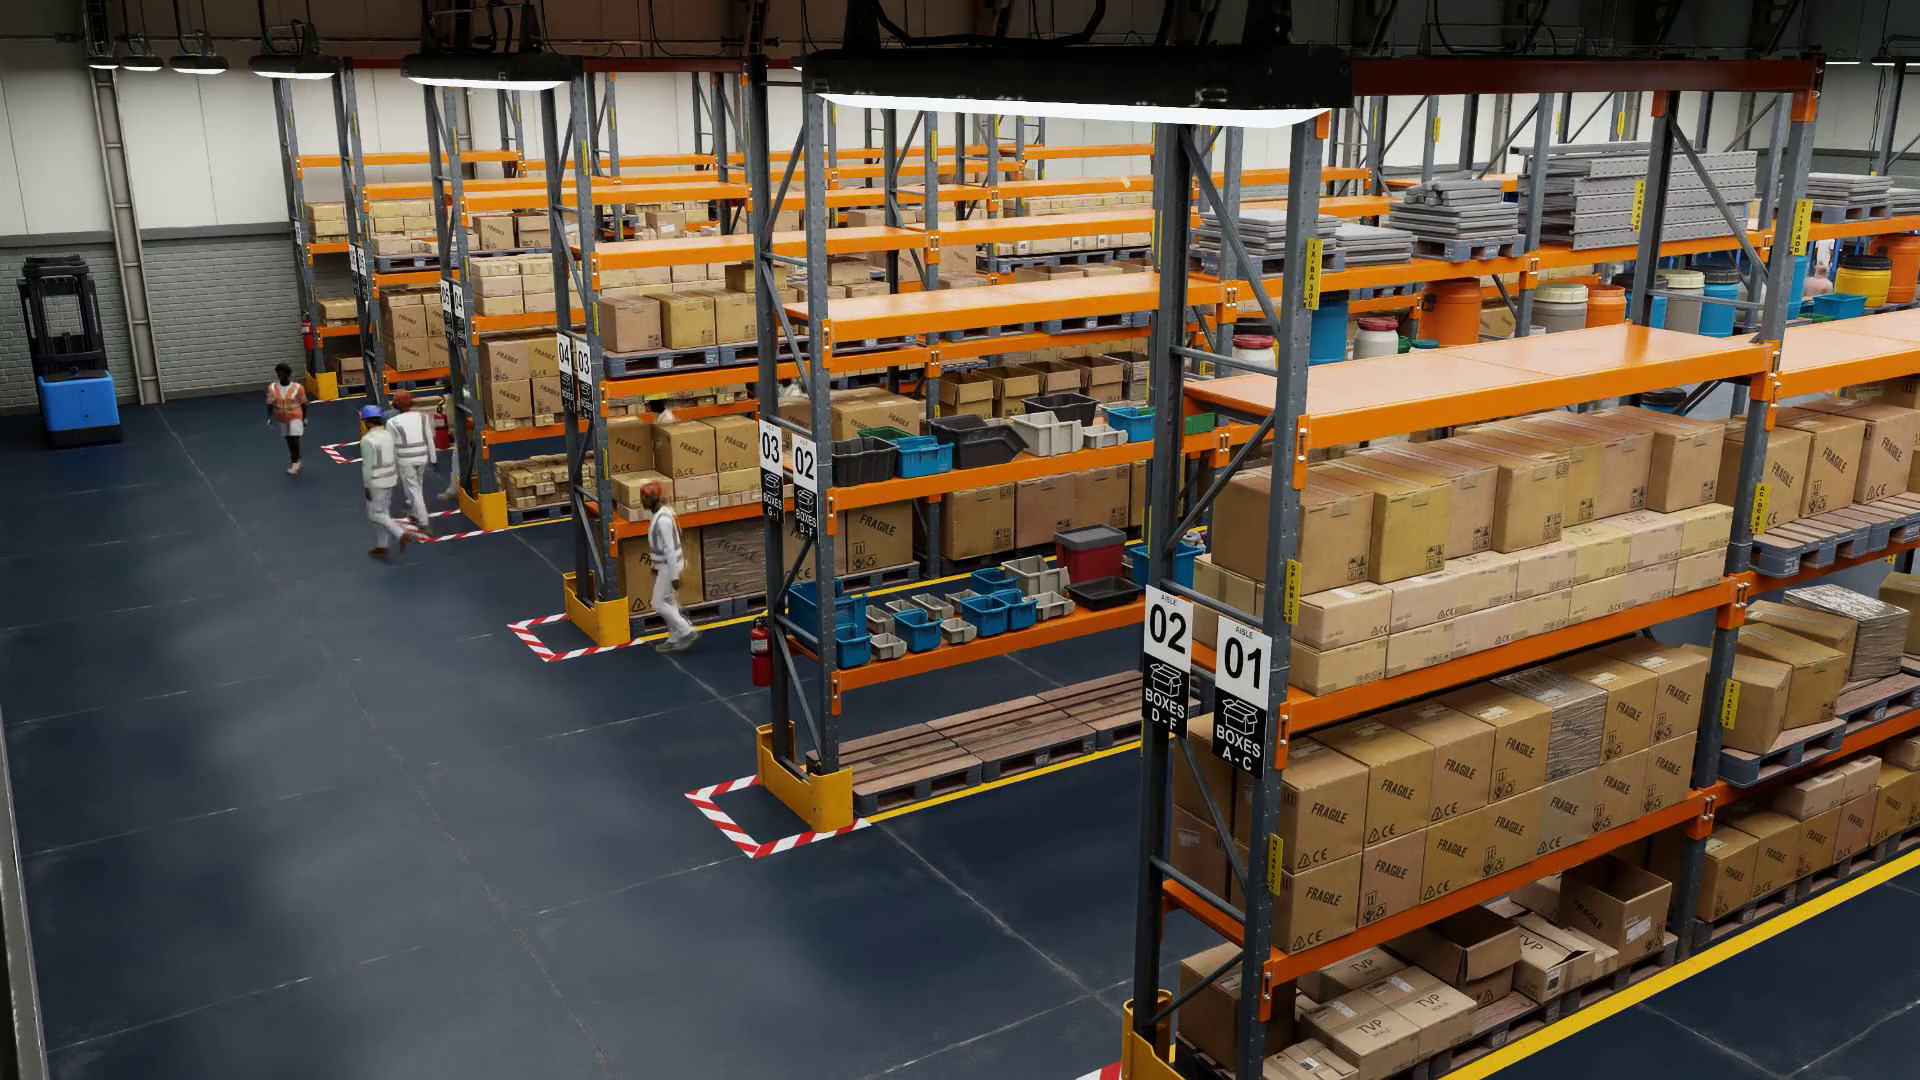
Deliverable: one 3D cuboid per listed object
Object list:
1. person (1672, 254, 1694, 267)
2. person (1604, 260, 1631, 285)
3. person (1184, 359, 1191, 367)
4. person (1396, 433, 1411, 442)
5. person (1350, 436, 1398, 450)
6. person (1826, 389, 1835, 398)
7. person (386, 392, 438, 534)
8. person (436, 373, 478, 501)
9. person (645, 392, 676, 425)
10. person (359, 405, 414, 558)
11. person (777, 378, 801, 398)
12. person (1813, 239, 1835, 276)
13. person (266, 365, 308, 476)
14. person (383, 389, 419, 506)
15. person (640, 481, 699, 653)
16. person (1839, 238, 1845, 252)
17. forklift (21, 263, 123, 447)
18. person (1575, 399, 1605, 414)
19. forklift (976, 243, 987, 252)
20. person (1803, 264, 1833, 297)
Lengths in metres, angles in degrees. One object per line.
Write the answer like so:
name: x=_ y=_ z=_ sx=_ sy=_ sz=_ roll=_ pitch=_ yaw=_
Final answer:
person: x=19.605 y=-7.855 z=42.946 sx=0.569 sy=1.896 sz=0.930 roll=-8 pitch=19 yaw=-25
person: x=16.722 y=-7.003 z=40.116 sx=0.482 sy=1.924 sz=0.638 roll=-11 pitch=20 yaw=-32
person: x=3.341 y=-2.241 z=24.733 sx=0.914 sy=1.781 sz=0.617 roll=-10 pitch=19 yaw=-29
person: x=5.774 y=-1.086 z=21.057 sx=0.909 sy=1.717 sz=0.523 roll=-5 pitch=18 yaw=-16
person: x=5.110 y=-0.788 z=19.613 sx=0.968 sy=2.000 sz=0.693 roll=-8 pitch=19 yaw=-24
person: x=12.783 y=-1.781 z=22.853 sx=0.626 sy=2.013 sz=0.863 roll=-8 pitch=19 yaw=-25
person: x=-7.251 y=-1.041 z=20.691 sx=0.922 sy=1.843 sz=0.602 roll=15 pitch=23 yaw=41
person: x=-7.075 y=-1.454 z=22.125 sx=0.838 sy=1.795 sz=0.668 roll=-11 pitch=20 yaw=-32
person: x=-3.989 y=-1.099 z=20.823 sx=0.957 sy=1.877 sz=0.616 roll=-7 pitch=18 yaw=-21
person: x=-7.102 y=-0.709 z=19.517 sx=0.695 sy=1.902 sz=0.653 roll=4 pitch=17 yaw=13
person: x=-2.415 y=-1.519 z=21.964 sx=0.422 sy=2.024 sz=0.631 roll=-8 pitch=19 yaw=-25
person: x=22.415 y=-7.235 z=40.972 sx=0.309 sy=1.868 sz=0.534 roll=-9 pitch=19 yaw=-28
person: x=-9.997 y=-1.777 z=23.432 sx=0.538 sy=1.650 sz=0.873 roll=0 pitch=17 yaw=-1
person: x=-7.770 y=-1.327 z=22.057 sx=0.506 sy=1.587 sz=0.867 roll=-8 pitch=19 yaw=-24
person: x=-3.050 y=0.285 z=16.318 sx=0.422 sy=1.865 sz=0.575 roll=-4 pitch=17 yaw=-14
person: x=28.291 y=-10.251 z=50.760 sx=0.589 sy=1.927 sz=0.388 roll=4 pitch=17 yaw=12
forklift: x=-14.518 y=-3.079 z=25.708 sx=1.129 sy=2.768 sz=1.873 roll=-10 pitch=20 yaw=-31
person: x=10.177 y=-2.450 z=25.367 sx=0.595 sy=1.814 sz=0.534 roll=-9 pitch=19 yaw=-27
forklift: x=0.988 y=-5.474 z=34.718 sx=1.214 sy=2.155 sz=2.313 roll=-10 pitch=20 yaw=-31
person: x=17.941 y=-4.813 z=32.989 sx=0.447 sy=1.889 sz=0.670 roll=-6 pitch=18 yaw=-20
